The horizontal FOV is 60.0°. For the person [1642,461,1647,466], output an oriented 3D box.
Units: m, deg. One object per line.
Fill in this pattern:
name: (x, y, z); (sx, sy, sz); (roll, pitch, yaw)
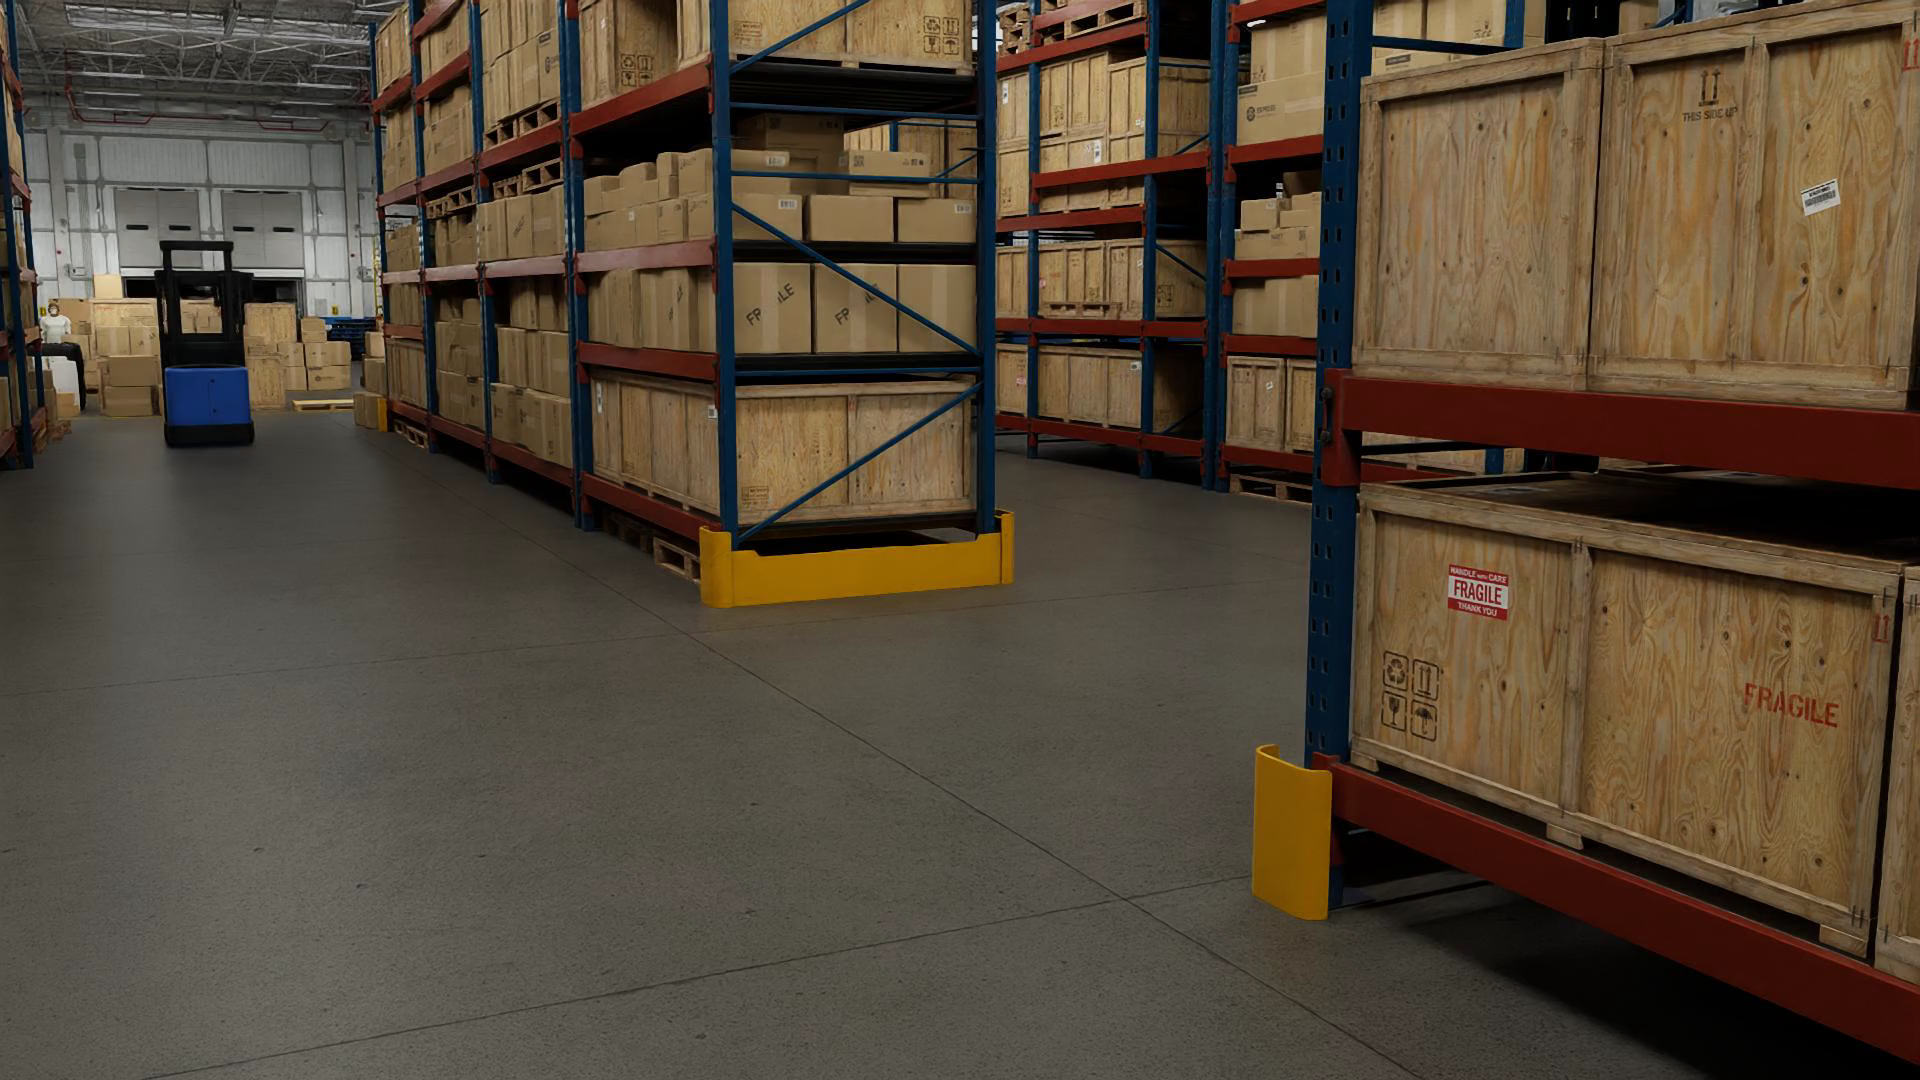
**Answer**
person: (8.068, -1.809, 19.890); (0.642, 1.913, 0.409); (-1, 8, -4)

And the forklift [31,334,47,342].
forklift: (-28.778, -6.719, 50.422); (1.873, 2.768, 1.129); (-3, 9, -19)

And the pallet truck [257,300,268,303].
pallet truck: (-23.913, -7.404, 58.171); (1.885, 1.965, 0.823); (-1, 8, -9)

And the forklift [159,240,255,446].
forklift: (-10.555, -2.769, 23.185); (1.129, 2.768, 1.873); (-4, 9, -26)

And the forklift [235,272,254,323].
forklift: (-21.660, -6.656, 49.987); (1.873, 2.768, 1.129); (6, 10, 37)

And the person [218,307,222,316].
person: (-14.689, -3.667, 32.822); (0.941, 1.891, 0.592); (-3, 9, -19)

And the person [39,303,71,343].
person: (-20.518, -4.415, 37.763); (0.630, 1.940, 0.372); (-4, 9, -26)
